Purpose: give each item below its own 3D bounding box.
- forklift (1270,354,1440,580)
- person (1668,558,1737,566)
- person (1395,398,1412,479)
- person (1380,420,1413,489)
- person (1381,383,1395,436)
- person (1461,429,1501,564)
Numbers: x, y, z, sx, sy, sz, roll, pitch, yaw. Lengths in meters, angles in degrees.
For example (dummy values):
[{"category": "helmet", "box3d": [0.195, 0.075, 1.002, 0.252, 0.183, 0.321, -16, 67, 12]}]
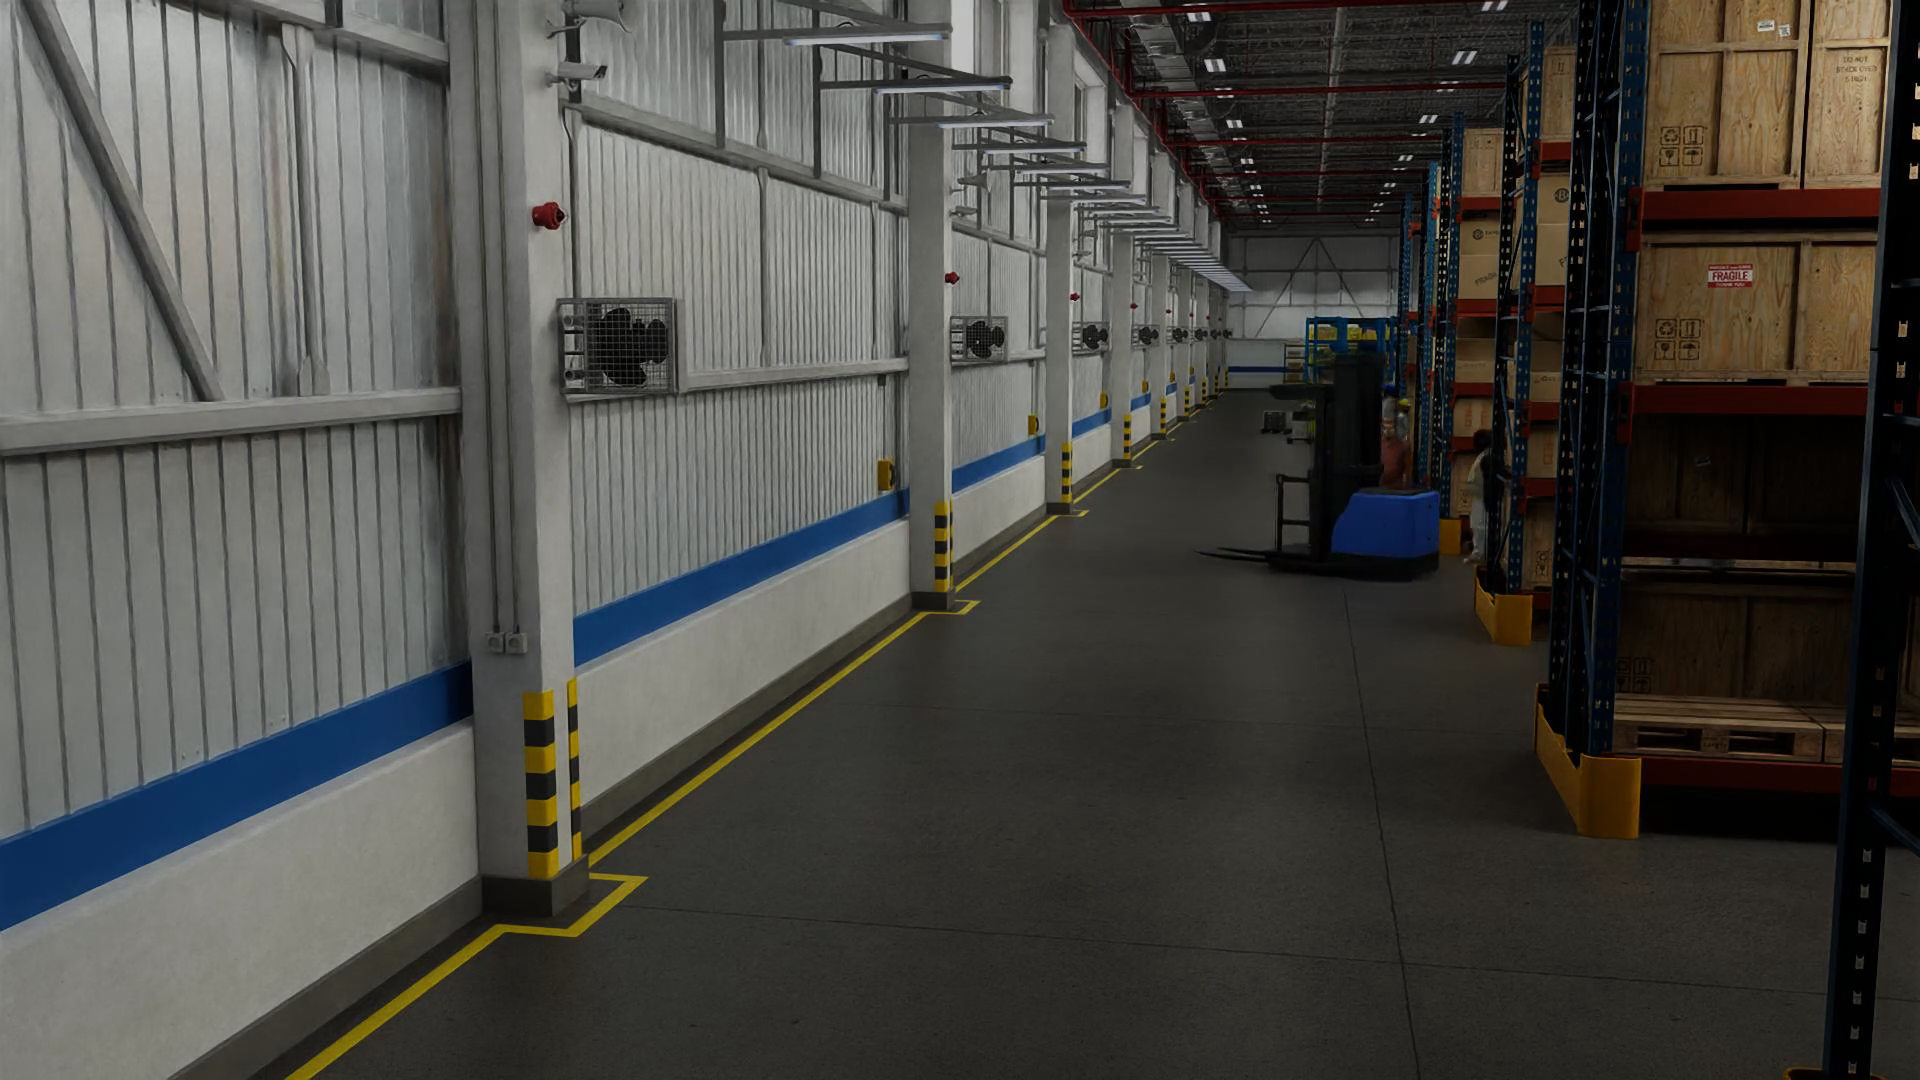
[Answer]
[{"category": "forklift", "box3d": [5.099, -0.983, 21.254, 1.873, 2.768, 1.129, 5, 9, 35]}, {"category": "person", "box3d": [6.386, 0.443, 14.312, 0.570, 1.749, 0.342, 7, 10, 43]}, {"category": "person", "box3d": [9.305, -2.156, 35.248, 0.621, 1.719, 0.493, 3, 8, 26]}, {"category": "person", "box3d": [6.159, -0.801, 23.930, 0.666, 1.861, 1.021, 1, 7, 10]}, {"category": "person", "box3d": [10.010, -2.703, 38.793, 0.707, 1.933, 0.604, -2, 8, -19]}, {"category": "person", "box3d": [6.980, -0.567, 22.110, 0.492, 1.829, 0.639, 2, 7, 13]}]
